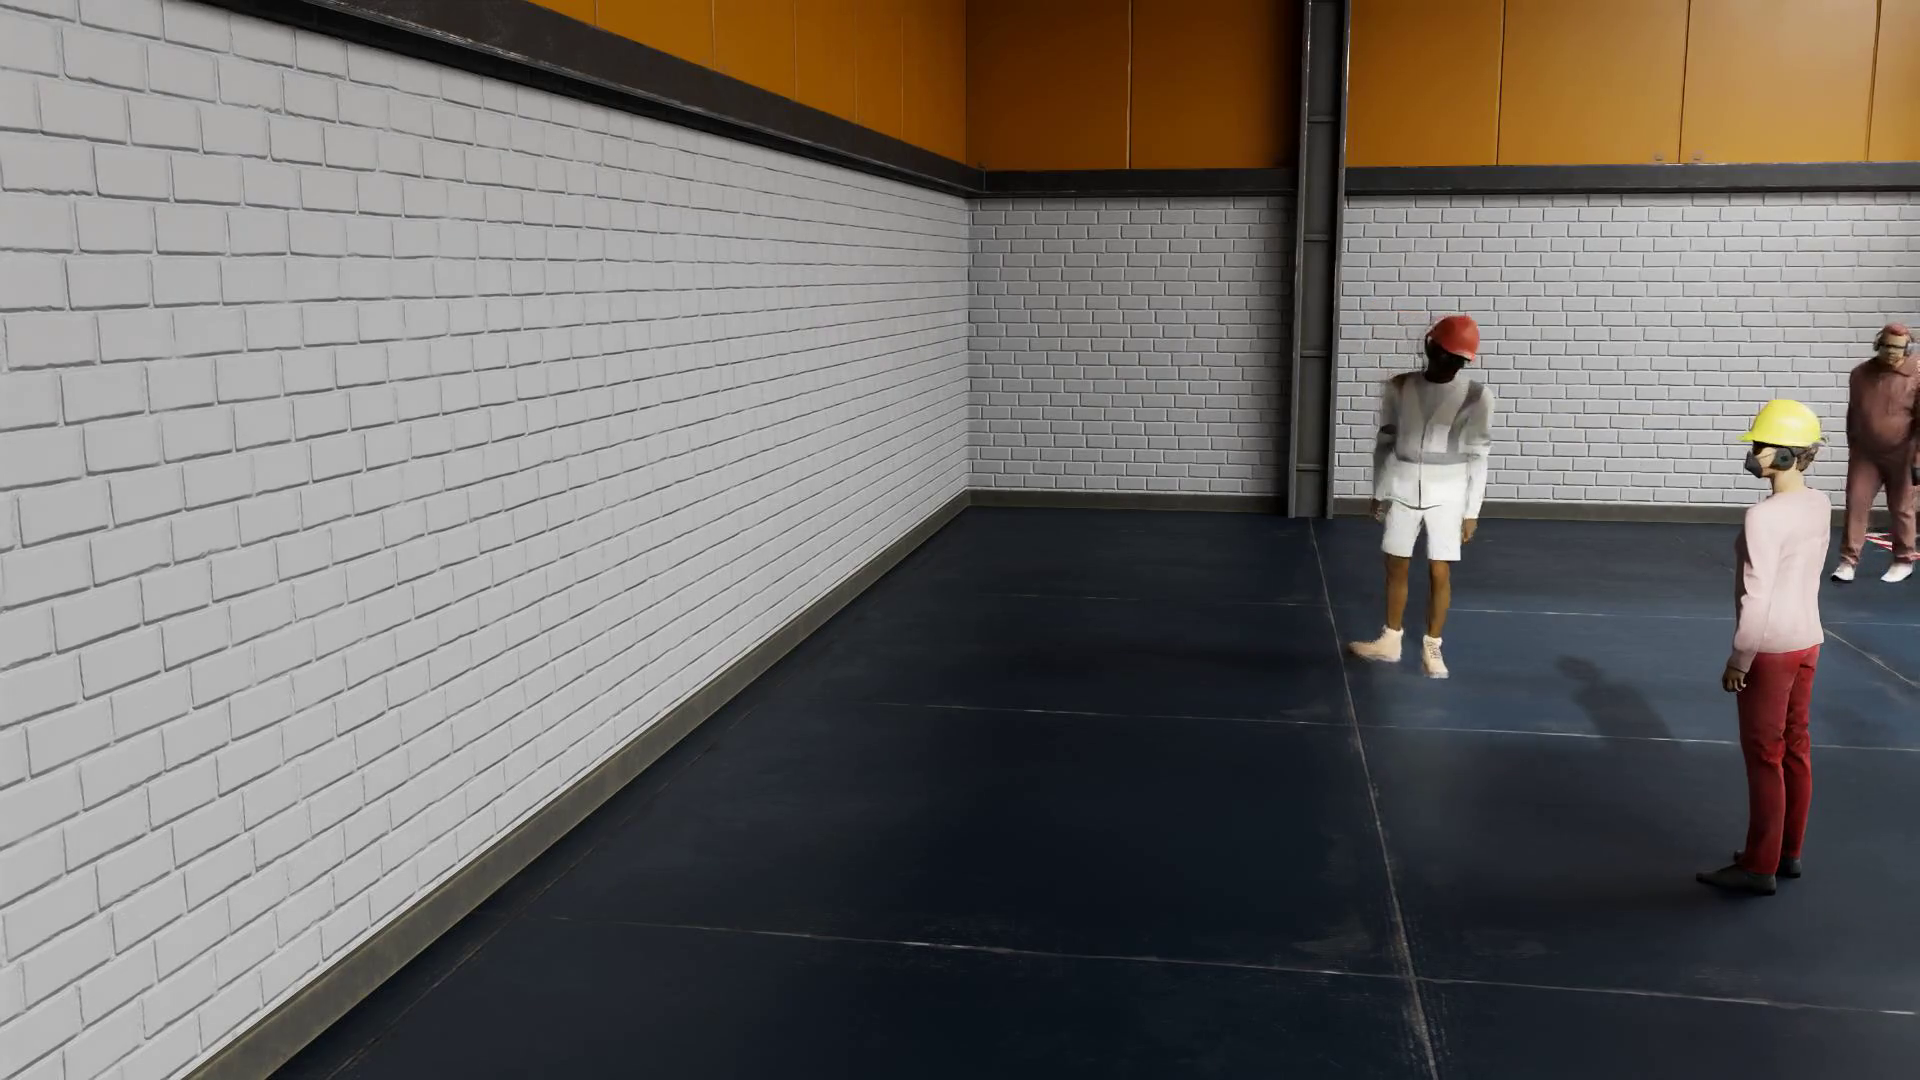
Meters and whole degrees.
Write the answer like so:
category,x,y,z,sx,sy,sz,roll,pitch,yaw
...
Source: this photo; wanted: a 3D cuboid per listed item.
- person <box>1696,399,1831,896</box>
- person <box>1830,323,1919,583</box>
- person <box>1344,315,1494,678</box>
category,x,y,z,sx,sy,sz,roll,pitch,yaw
person,2.902,0.382,5.961,0.525,1.770,0.312,-8,12,-41
person,6.512,-0.590,11.720,0.936,1.859,0.668,-7,11,-37
person,2.509,-0.235,9.112,0.779,1.989,0.497,7,11,35
